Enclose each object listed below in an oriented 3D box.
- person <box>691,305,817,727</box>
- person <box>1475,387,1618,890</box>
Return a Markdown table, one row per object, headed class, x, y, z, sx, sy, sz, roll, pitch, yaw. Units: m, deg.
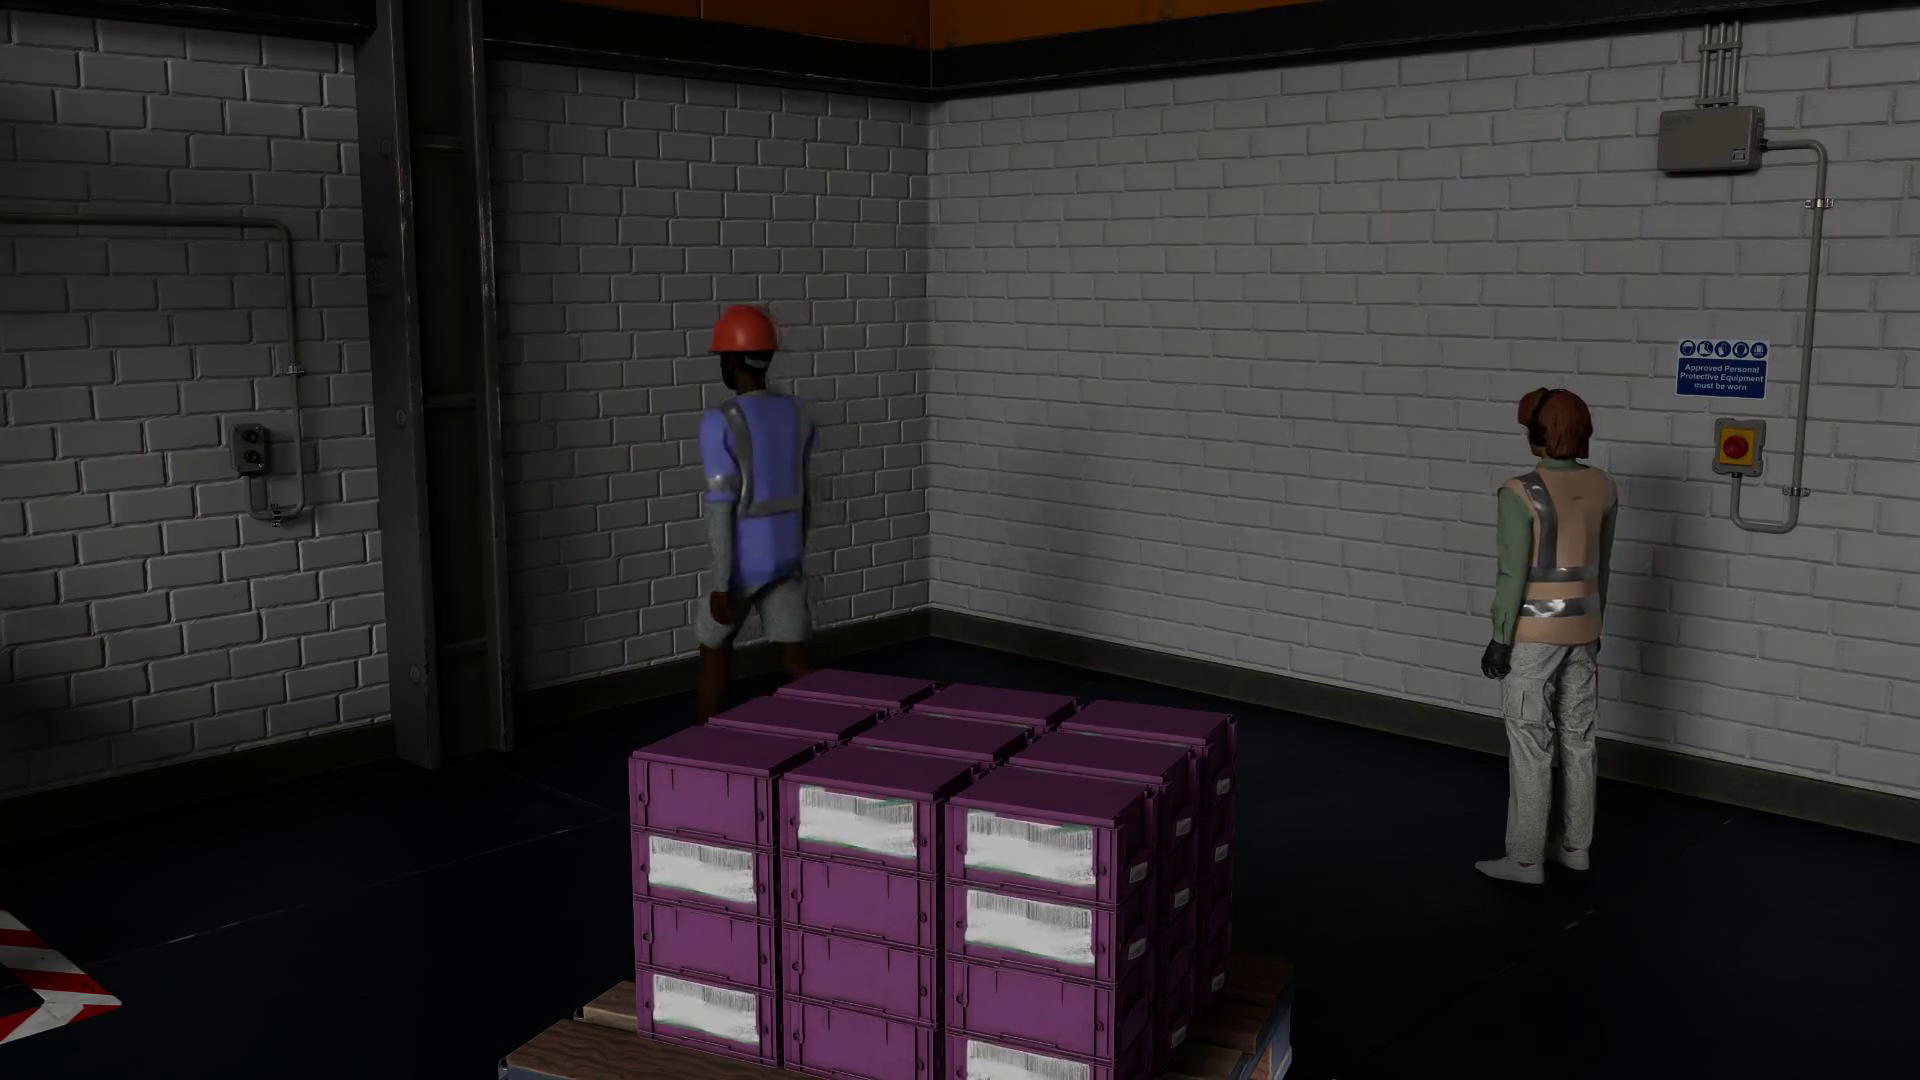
| class | x | y | z | sx | sy | sz | roll | pitch | yaw |
| --- | --- | --- | --- | --- | --- | --- | --- | --- | --- |
| person | -0.755 | 0.059 | 6.314 | 0.958 | 1.897 | 0.558 | 8 | 13 | 42 |
| person | 1.929 | 0.323 | 5.461 | 0.522 | 1.639 | 0.309 | -5 | 11 | -30 |
